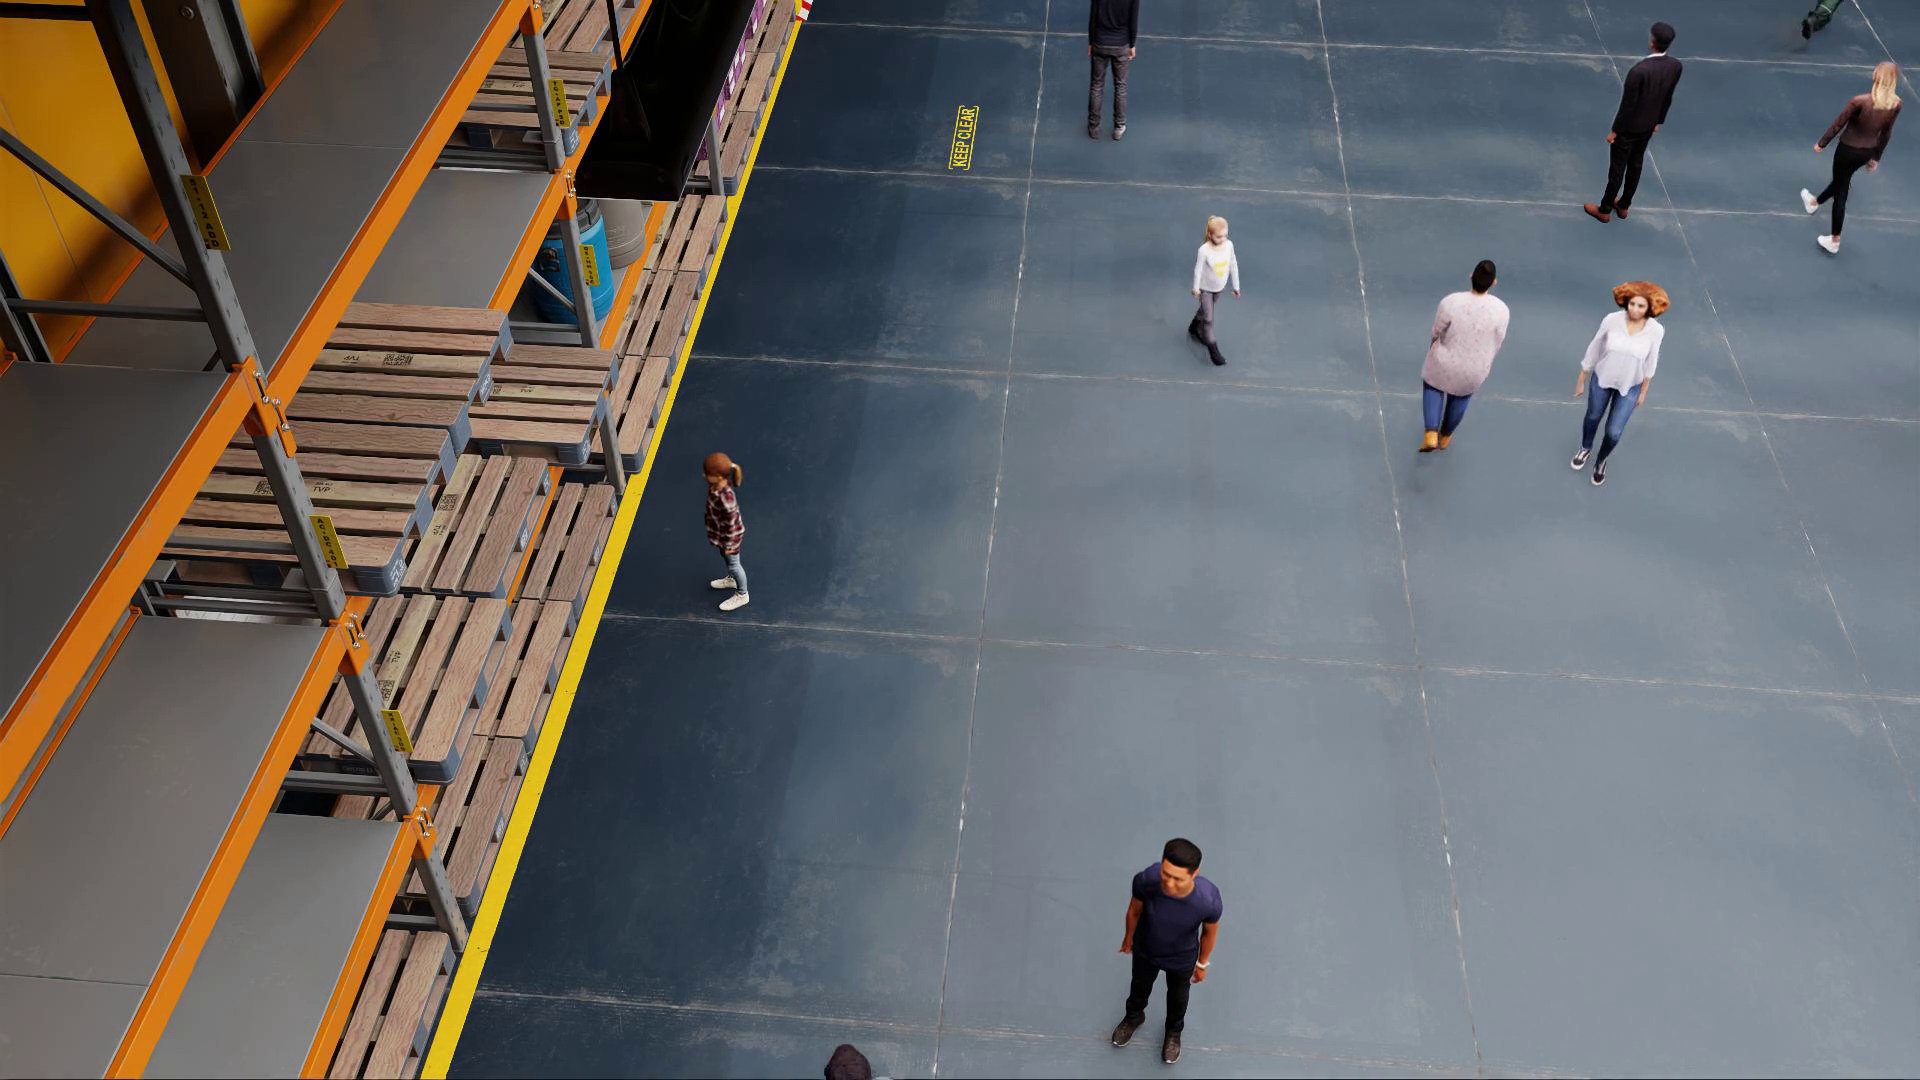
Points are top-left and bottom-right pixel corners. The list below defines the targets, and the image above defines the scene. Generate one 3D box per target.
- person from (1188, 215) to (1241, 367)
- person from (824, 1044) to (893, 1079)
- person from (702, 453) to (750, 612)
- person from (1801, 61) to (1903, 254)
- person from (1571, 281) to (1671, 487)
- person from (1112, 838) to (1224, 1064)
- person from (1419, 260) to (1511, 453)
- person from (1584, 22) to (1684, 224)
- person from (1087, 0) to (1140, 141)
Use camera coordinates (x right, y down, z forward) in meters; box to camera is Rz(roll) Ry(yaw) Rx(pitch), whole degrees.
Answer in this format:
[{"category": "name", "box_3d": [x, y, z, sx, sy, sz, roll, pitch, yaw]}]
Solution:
[{"category": "person", "box_3d": [2.021, -2.101, 13.546, 0.784, 1.248, 0.943, -19, 47, -19]}, {"category": "person", "box_3d": [-0.463, 3.003, 7.748, 0.825, 1.856, 0.868, -21, 48, -21]}, {"category": "person", "box_3d": [-1.594, -0.078, 11.381, 0.664, 1.305, 0.560, -14, 45, -15]}, {"category": "person", "box_3d": [7.822, -3.294, 14.504, 0.772, 1.654, 1.141, -5, 44, -5]}, {"category": "person", "box_3d": [4.882, -1.226, 12.305, 0.768, 1.692, 0.785, 24, 48, 23]}, {"category": "person", "box_3d": [1.090, 2.123, 8.717, 0.700, 1.793, 0.637, 16, 46, 16]}, {"category": "person", "box_3d": [3.705, -1.311, 12.367, 0.760, 1.730, 0.873, 11, 45, 11]}, {"category": "person", "box_3d": [6.009, -3.694, 14.760, 0.771, 1.880, 0.731, -15, 46, -15]}, {"category": "person", "box_3d": [1.438, -4.709, 15.836, 0.615, 1.866, 0.559, 2, 44, 2]}]
